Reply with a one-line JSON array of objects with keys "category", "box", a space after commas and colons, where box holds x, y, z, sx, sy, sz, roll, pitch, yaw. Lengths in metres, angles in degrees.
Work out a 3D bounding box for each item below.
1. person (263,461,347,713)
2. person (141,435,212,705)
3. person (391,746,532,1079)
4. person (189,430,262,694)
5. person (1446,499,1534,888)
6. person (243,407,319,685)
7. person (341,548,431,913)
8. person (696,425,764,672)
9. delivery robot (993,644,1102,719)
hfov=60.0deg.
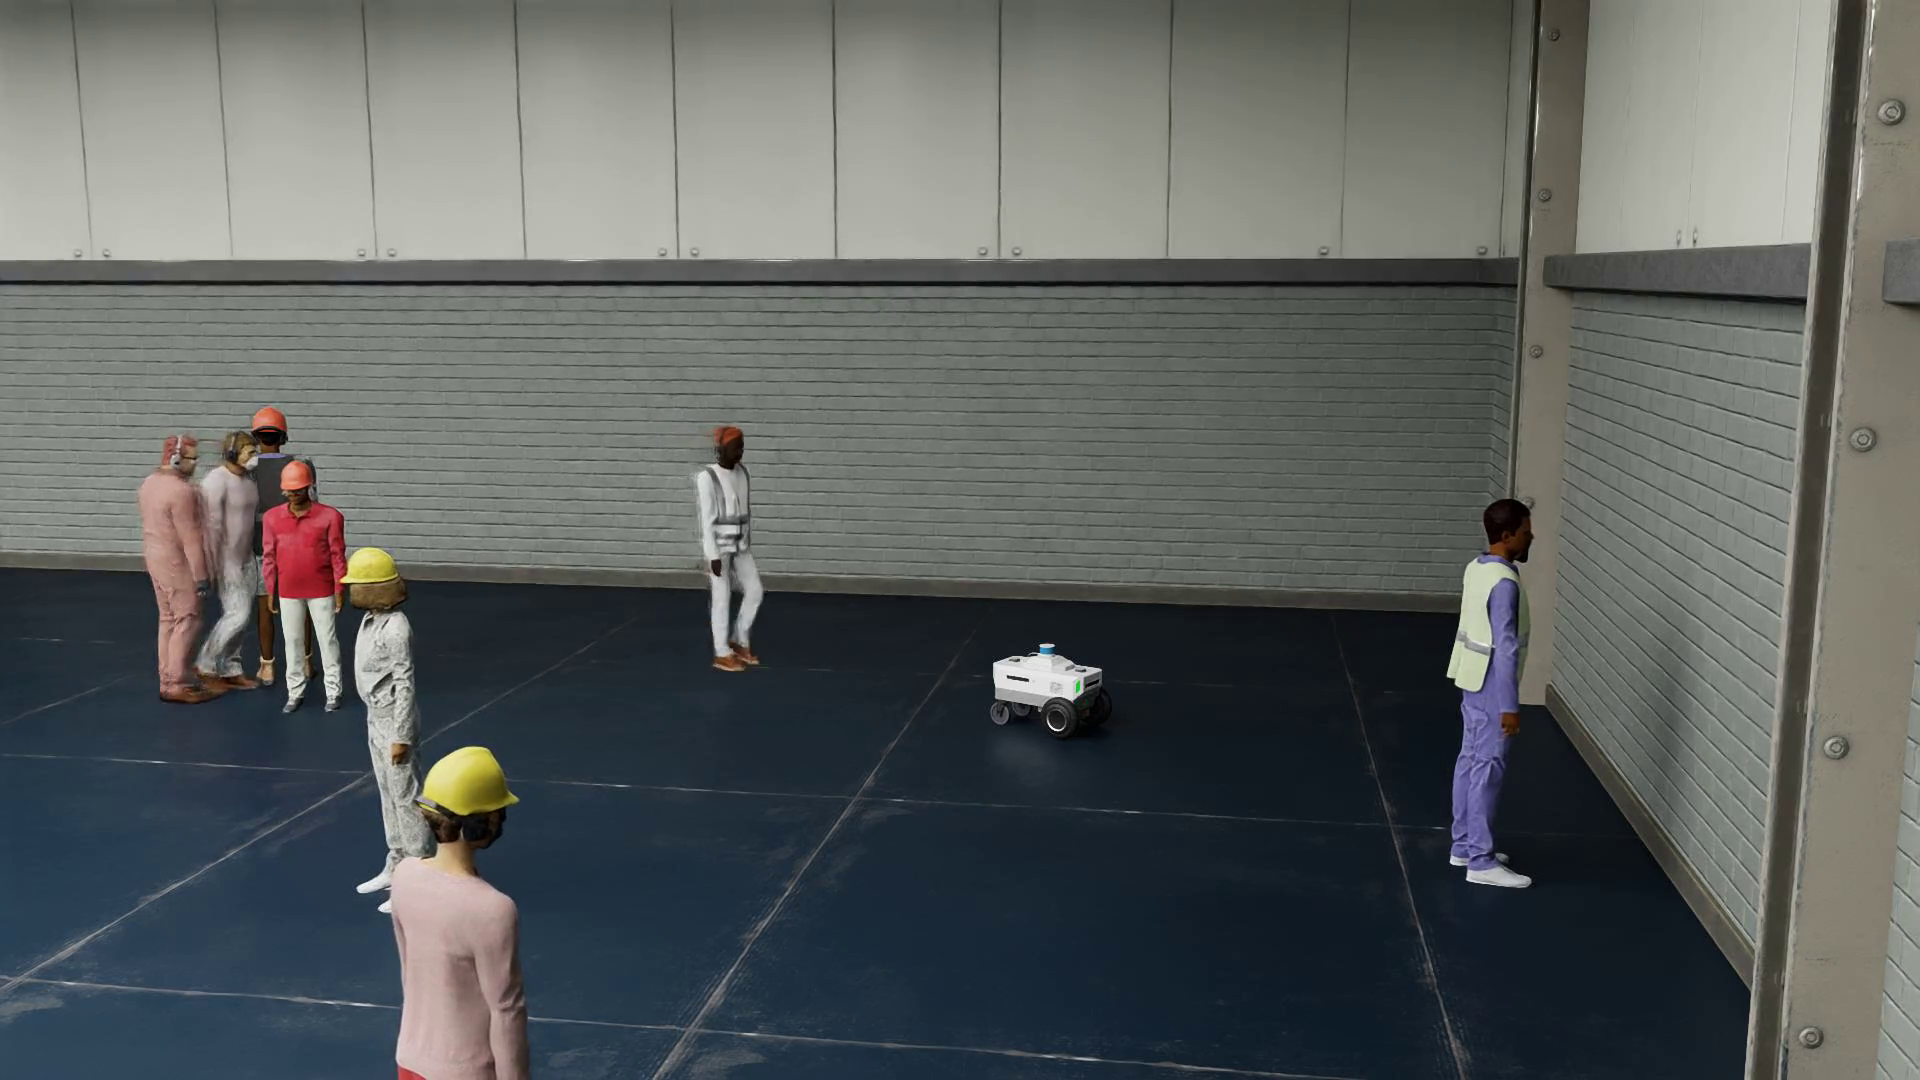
[{"category": "person", "box": [-4.494, 0.322, 11.409, 0.563, 1.746, 0.348, -1, 9, -3]}, {"category": "person", "box": [-5.497, 0.209, 11.681, 0.439, 1.890, 0.718, -8, 12, -42]}, {"category": "person", "box": [-1.347, 1.429, 4.567, 0.521, 1.759, 0.350, 7, 12, 37]}, {"category": "person", "box": [-5.240, 0.164, 11.899, 0.546, 1.906, 0.643, 1, 9, 5]}, {"category": "person", "box": [2.637, 0.745, 8.276, 0.392, 1.920, 0.587, 0, 9, 2]}, {"category": "person", "box": [-5.025, 0.043, 12.225, 0.615, 2.042, 0.372, -5, 10, -27]}, {"category": "person", "box": [-2.732, 0.893, 7.911, 0.312, 1.741, 0.487, -6, 11, -34]}, {"category": "person", "box": [-1.721, 0.072, 12.559, 0.447, 1.869, 0.592, 7, 11, 36]}, {"category": "delivery robot", "box": [0.575, 0.932, 11.030, 0.707, 0.478, 0.477, 6, 11, 35]}]
